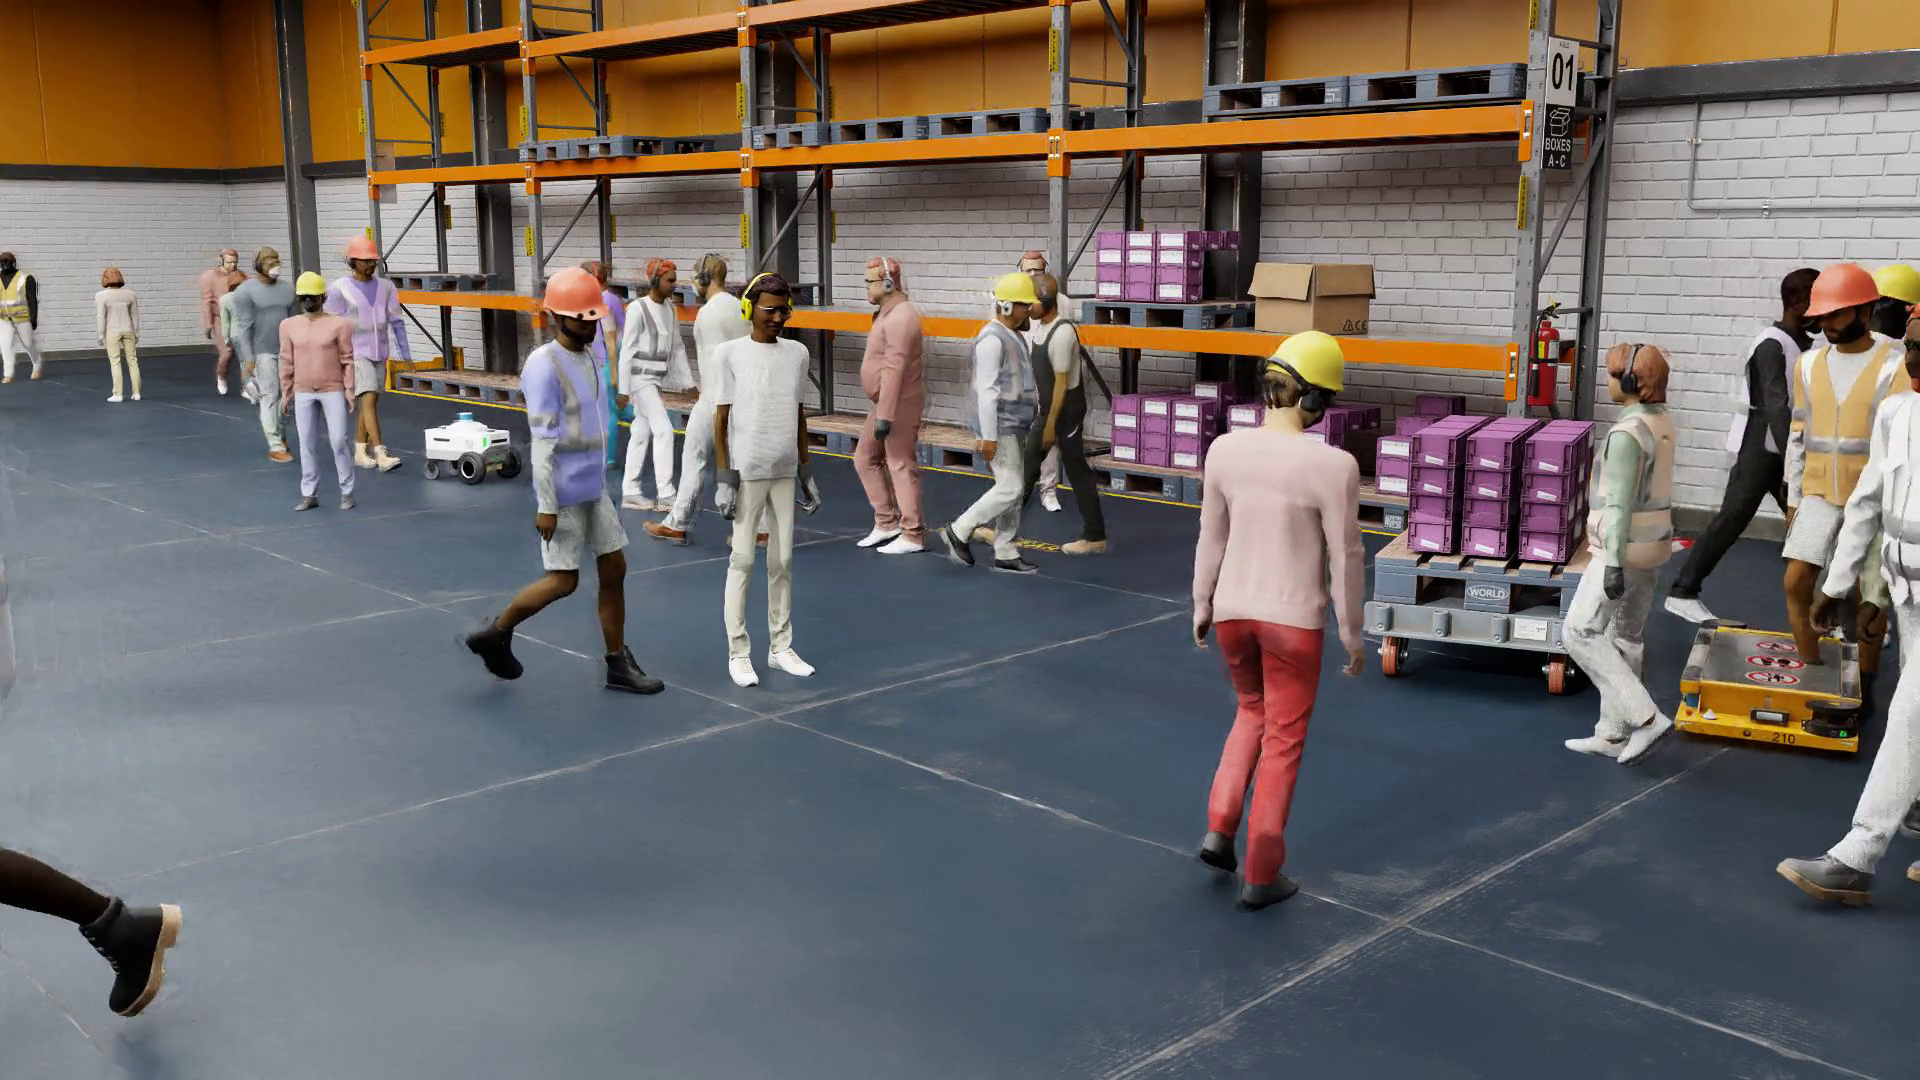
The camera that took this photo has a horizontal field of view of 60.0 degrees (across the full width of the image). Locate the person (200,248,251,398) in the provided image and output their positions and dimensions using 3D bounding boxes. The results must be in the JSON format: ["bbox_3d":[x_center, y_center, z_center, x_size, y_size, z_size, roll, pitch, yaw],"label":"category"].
[{"bbox_3d":[-9.039,-2.677,20.596,0.506,1.873,0.672,10,14,43],"label":"person"}]

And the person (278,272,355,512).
[{"bbox_3d":[-4.722,-1.081,12.232,0.538,1.758,0.399,-1,10,-5],"label":"person"}]

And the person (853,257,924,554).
[{"bbox_3d":[-0.478,-0.833,10.523,0.576,1.882,0.656,-2,11,-9],"label":"person"}]

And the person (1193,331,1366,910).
[{"bbox_3d":[0.952,0.243,5.030,0.555,1.738,0.435,9,14,42],"label":"person"}]

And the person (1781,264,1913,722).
[{"bbox_3d":[3.656,-0.168,6.849,0.644,1.899,0.627,-8,13,-37],"label":"person"}]

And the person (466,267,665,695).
[{"bbox_3d":[-1.760,-0.238,7.240,0.806,1.902,0.574,3,11,15],"label":"person"}]

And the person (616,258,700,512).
[{"bbox_3d":[-2.180,-1.125,12.190,0.796,1.849,0.581,3,11,14],"label":"person"}]

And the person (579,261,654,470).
[{"bbox_3d":[-2.904,-1.497,14.341,0.704,1.818,0.589,-2,11,-9],"label":"person"}]

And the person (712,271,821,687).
[{"bbox_3d":[-0.872,-0.279,7.551,0.521,1.865,0.328,-8,13,-35],"label":"person"}]

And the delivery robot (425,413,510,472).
[{"bbox_3d":[-4.075,-0.810,13.758,0.707,0.478,0.477,6,12,27],"label":"delivery robot"}]

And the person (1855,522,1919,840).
[{"bbox_3d":[3.186,0.189,5.262,0.597,1.776,0.974,6,12,32],"label":"person"}]

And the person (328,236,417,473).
[{"bbox_3d":[-4.992,-1.577,14.228,0.981,1.996,0.628,8,13,38],"label":"person"}]

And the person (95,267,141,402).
[{"bbox_3d":[-10.279,-2.507,20.324,0.286,1.635,0.497,8,13,37],"label":"person"}]

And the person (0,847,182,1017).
[{"bbox_3d":[-2.433,0.334,4.026,0.814,1.943,0.615,-6,12,-28],"label":"person"}]

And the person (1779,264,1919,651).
[{"bbox_3d":[4.160,-0.296,7.559,0.891,1.885,0.608,-5,11,-23],"label":"person"}]

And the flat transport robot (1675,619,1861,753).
[{"bbox_3d":[3.479,0.596,7.125,0.652,0.197,1.431,5,12,27],"label":"flat transport robot"}]

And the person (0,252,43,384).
[{"bbox_3d":[-13.064,-3.089,23.042,0.626,1.808,0.928,-1,10,-7],"label":"person"}]

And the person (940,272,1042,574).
[{"bbox_3d":[0.227,-0.677,9.866,0.527,1.811,0.598,3,11,15],"label":"person"}]

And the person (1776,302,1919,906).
[{"bbox_3d":[2.874,0.190,5.053,0.914,1.835,0.593,-1,10,-7],"label":"person"}]

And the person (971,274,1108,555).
[{"bbox_3d":[0.506,-0.759,10.397,0.982,1.775,0.580,-3,11,-16],"label":"person"}]

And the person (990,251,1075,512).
[{"bbox_3d":[0.528,-1.150,12.181,0.641,1.908,0.407,-1,10,-6],"label":"person"}]

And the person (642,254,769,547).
[{"bbox_3d":[-1.644,-0.894,10.814,0.963,1.892,0.638,3,11,15],"label":"person"}]

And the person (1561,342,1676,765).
[{"bbox_3d":[2.523,0.065,6.326,0.383,1.626,0.517,9,14,41],"label":"person"}]

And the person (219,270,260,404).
[{"bbox_3d":[-8.528,-2.407,19.815,0.538,1.607,0.555,-2,11,-12],"label":"person"}]

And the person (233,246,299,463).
[{"bbox_3d":[-6.155,-1.652,14.867,0.478,1.924,0.635,7,13,35],"label":"person"}]

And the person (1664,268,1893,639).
[{"bbox_3d":[4.144,-0.436,8.424,0.595,1.860,1.072,-9,14,-41],"label":"person"}]
